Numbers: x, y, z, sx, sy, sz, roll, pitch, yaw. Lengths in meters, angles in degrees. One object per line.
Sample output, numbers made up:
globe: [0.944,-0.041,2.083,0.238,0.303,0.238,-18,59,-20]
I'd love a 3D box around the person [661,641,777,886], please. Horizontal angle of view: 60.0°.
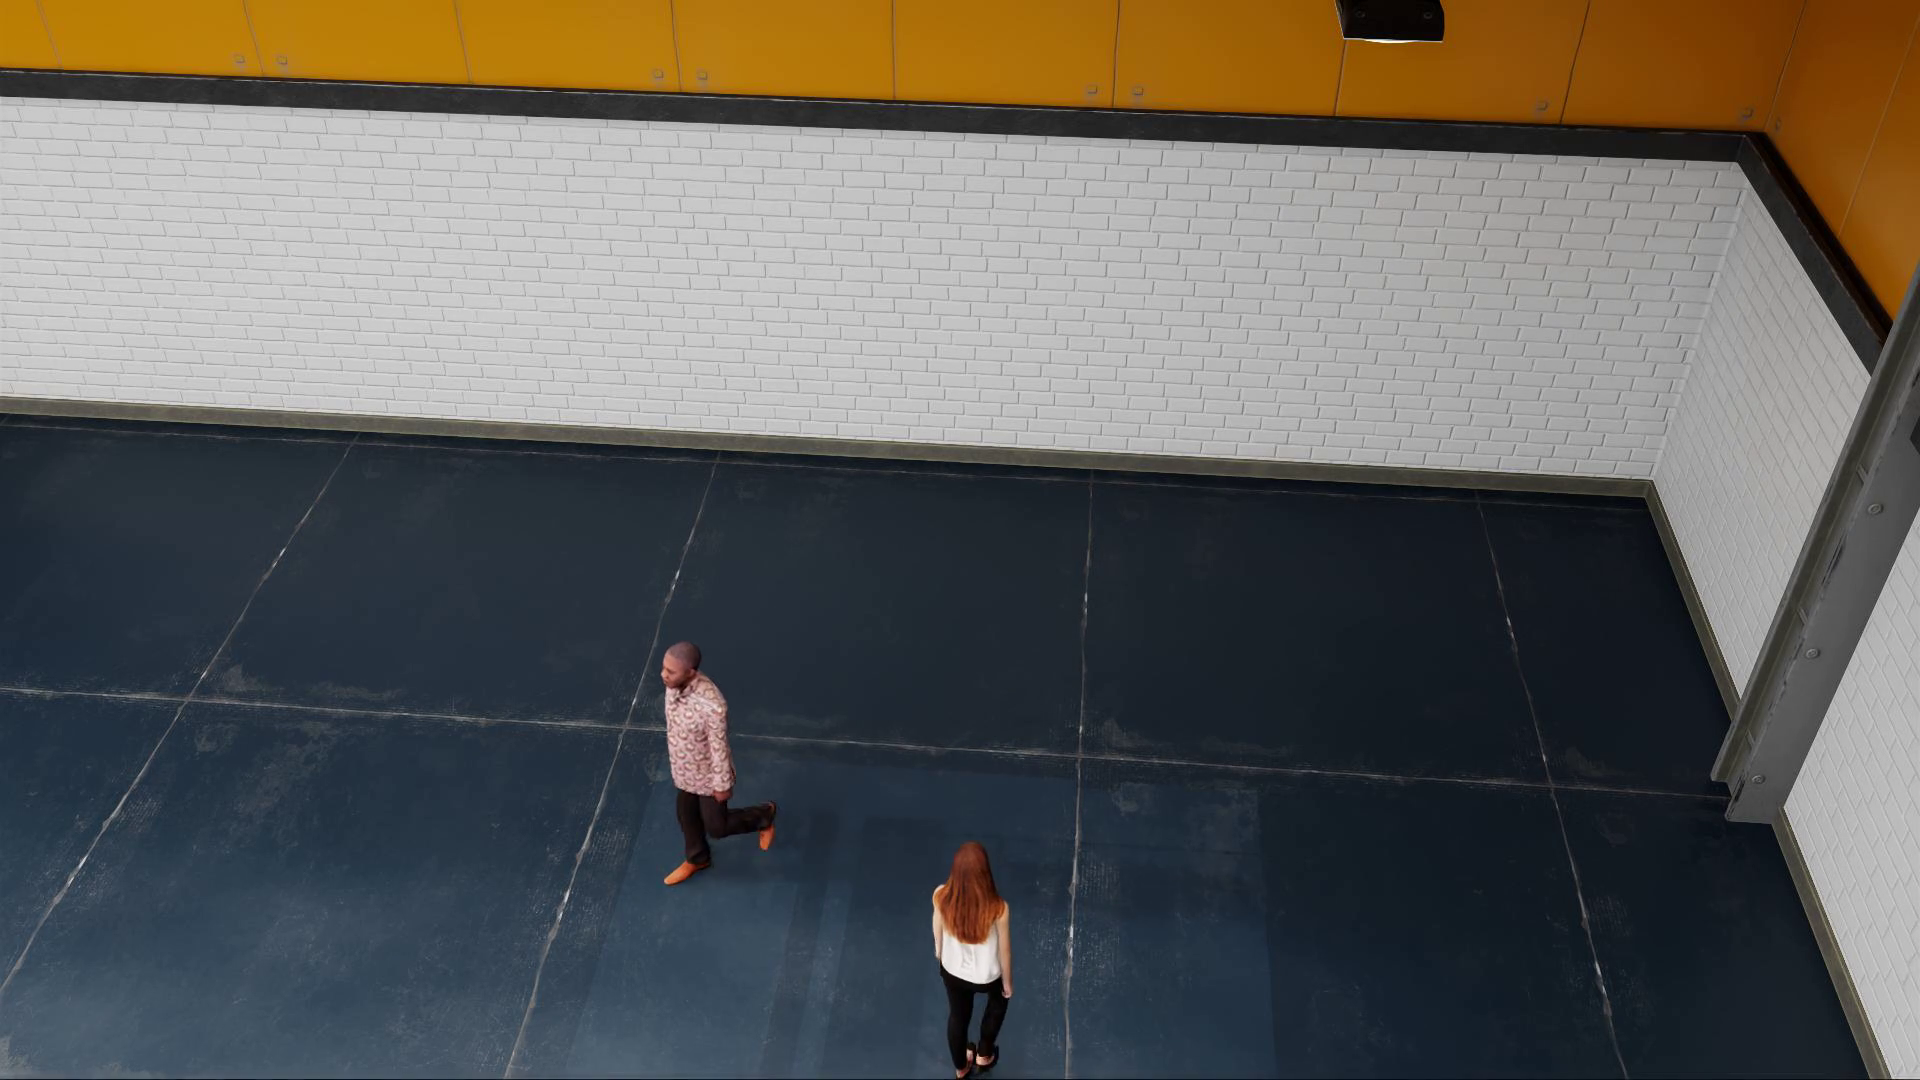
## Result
person: [-1.412,1.259,9.531,1.107,1.785,1.038,-29,47,-31]

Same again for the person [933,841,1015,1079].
person: [0.045,2.220,8.388,0.665,1.709,0.650,12,40,15]
